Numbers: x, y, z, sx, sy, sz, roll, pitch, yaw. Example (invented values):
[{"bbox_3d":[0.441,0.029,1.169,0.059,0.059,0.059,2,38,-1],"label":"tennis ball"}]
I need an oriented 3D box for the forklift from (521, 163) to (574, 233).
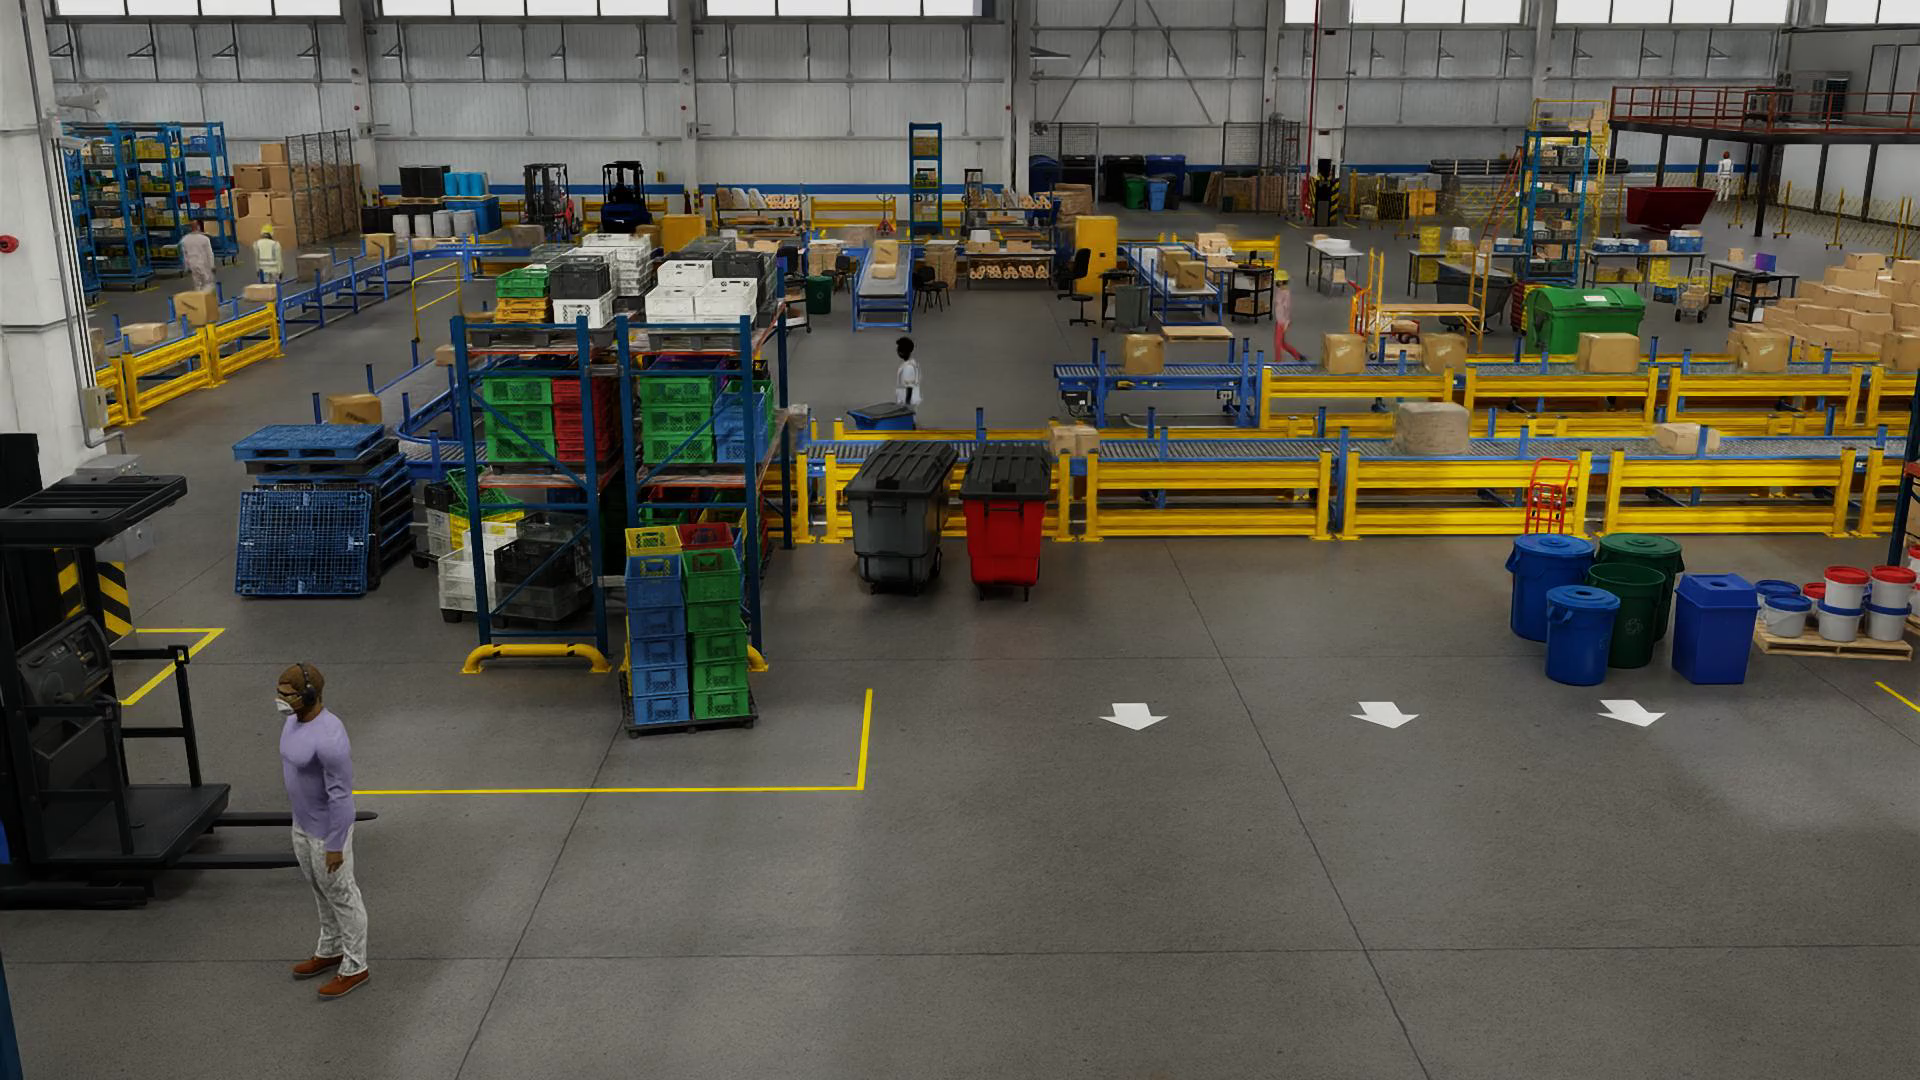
[{"bbox_3d":[-12.233,-10.122,49.298,1.157,1.987,2.680,0,16,-1],"label":"forklift"}]

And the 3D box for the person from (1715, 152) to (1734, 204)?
[{"bbox_3d":[28.116,-13.328,61.180,0.574,1.884,0.356,-1,16,-3],"label":"person"}]

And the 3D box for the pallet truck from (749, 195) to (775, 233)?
[{"bbox_3d":[-6.051,-9.967,50.660,0.680,1.201,1.601,0,16,-1],"label":"pallet truck"}]

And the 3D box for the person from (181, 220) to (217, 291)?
[{"bbox_3d":[-15.841,-5.710,34.682,0.675,1.893,0.429,2,16,8],"label":"person"}]

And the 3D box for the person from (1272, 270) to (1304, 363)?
[{"bbox_3d":[5.431,-3.628,27.698,0.651,1.751,0.533,-2,16,-6],"label":"person"}]

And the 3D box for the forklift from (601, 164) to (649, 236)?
[{"bbox_3d":[-9.948,-10.127,49.296,1.157,1.987,2.680,-1,16,-3],"label":"forklift"}]

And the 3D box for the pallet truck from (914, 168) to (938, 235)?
[{"bbox_3d":[-0.989,-10.316,50.507,0.823,1.965,1.885,1,16,3],"label":"pallet truck"}]

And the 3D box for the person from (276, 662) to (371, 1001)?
[{"bbox_3d":[-3.546,1.593,9.216,0.372,1.940,0.632,-14,21,-41],"label":"person"}]

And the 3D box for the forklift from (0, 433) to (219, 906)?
[{"bbox_3d":[-5.952,0.780,10.366,1.873,2.768,1.129,0,16,-1],"label":"forklift"}]

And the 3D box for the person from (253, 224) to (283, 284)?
[{"bbox_3d":[-14.392,-5.654,34.635,0.596,1.813,0.727,0,16,-2],"label":"person"}]

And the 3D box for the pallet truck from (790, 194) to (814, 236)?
[{"bbox_3d":[-4.814,-9.883,50.259,0.704,1.261,1.522,-1,16,-3],"label":"pallet truck"}]

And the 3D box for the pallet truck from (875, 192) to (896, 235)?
[{"bbox_3d":[-2.277,-9.986,50.594,0.653,1.274,1.630,0,16,-1],"label":"pallet truck"}]

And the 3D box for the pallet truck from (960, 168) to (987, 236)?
[{"bbox_3d":[0.383,-10.230,50.206,0.823,1.965,1.885,-1,16,-3],"label":"pallet truck"}]

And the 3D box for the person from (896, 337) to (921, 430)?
[{"bbox_3d":[-0.636,-1.808,21.501,0.435,1.670,0.547,0,16,-1],"label":"person"}]
